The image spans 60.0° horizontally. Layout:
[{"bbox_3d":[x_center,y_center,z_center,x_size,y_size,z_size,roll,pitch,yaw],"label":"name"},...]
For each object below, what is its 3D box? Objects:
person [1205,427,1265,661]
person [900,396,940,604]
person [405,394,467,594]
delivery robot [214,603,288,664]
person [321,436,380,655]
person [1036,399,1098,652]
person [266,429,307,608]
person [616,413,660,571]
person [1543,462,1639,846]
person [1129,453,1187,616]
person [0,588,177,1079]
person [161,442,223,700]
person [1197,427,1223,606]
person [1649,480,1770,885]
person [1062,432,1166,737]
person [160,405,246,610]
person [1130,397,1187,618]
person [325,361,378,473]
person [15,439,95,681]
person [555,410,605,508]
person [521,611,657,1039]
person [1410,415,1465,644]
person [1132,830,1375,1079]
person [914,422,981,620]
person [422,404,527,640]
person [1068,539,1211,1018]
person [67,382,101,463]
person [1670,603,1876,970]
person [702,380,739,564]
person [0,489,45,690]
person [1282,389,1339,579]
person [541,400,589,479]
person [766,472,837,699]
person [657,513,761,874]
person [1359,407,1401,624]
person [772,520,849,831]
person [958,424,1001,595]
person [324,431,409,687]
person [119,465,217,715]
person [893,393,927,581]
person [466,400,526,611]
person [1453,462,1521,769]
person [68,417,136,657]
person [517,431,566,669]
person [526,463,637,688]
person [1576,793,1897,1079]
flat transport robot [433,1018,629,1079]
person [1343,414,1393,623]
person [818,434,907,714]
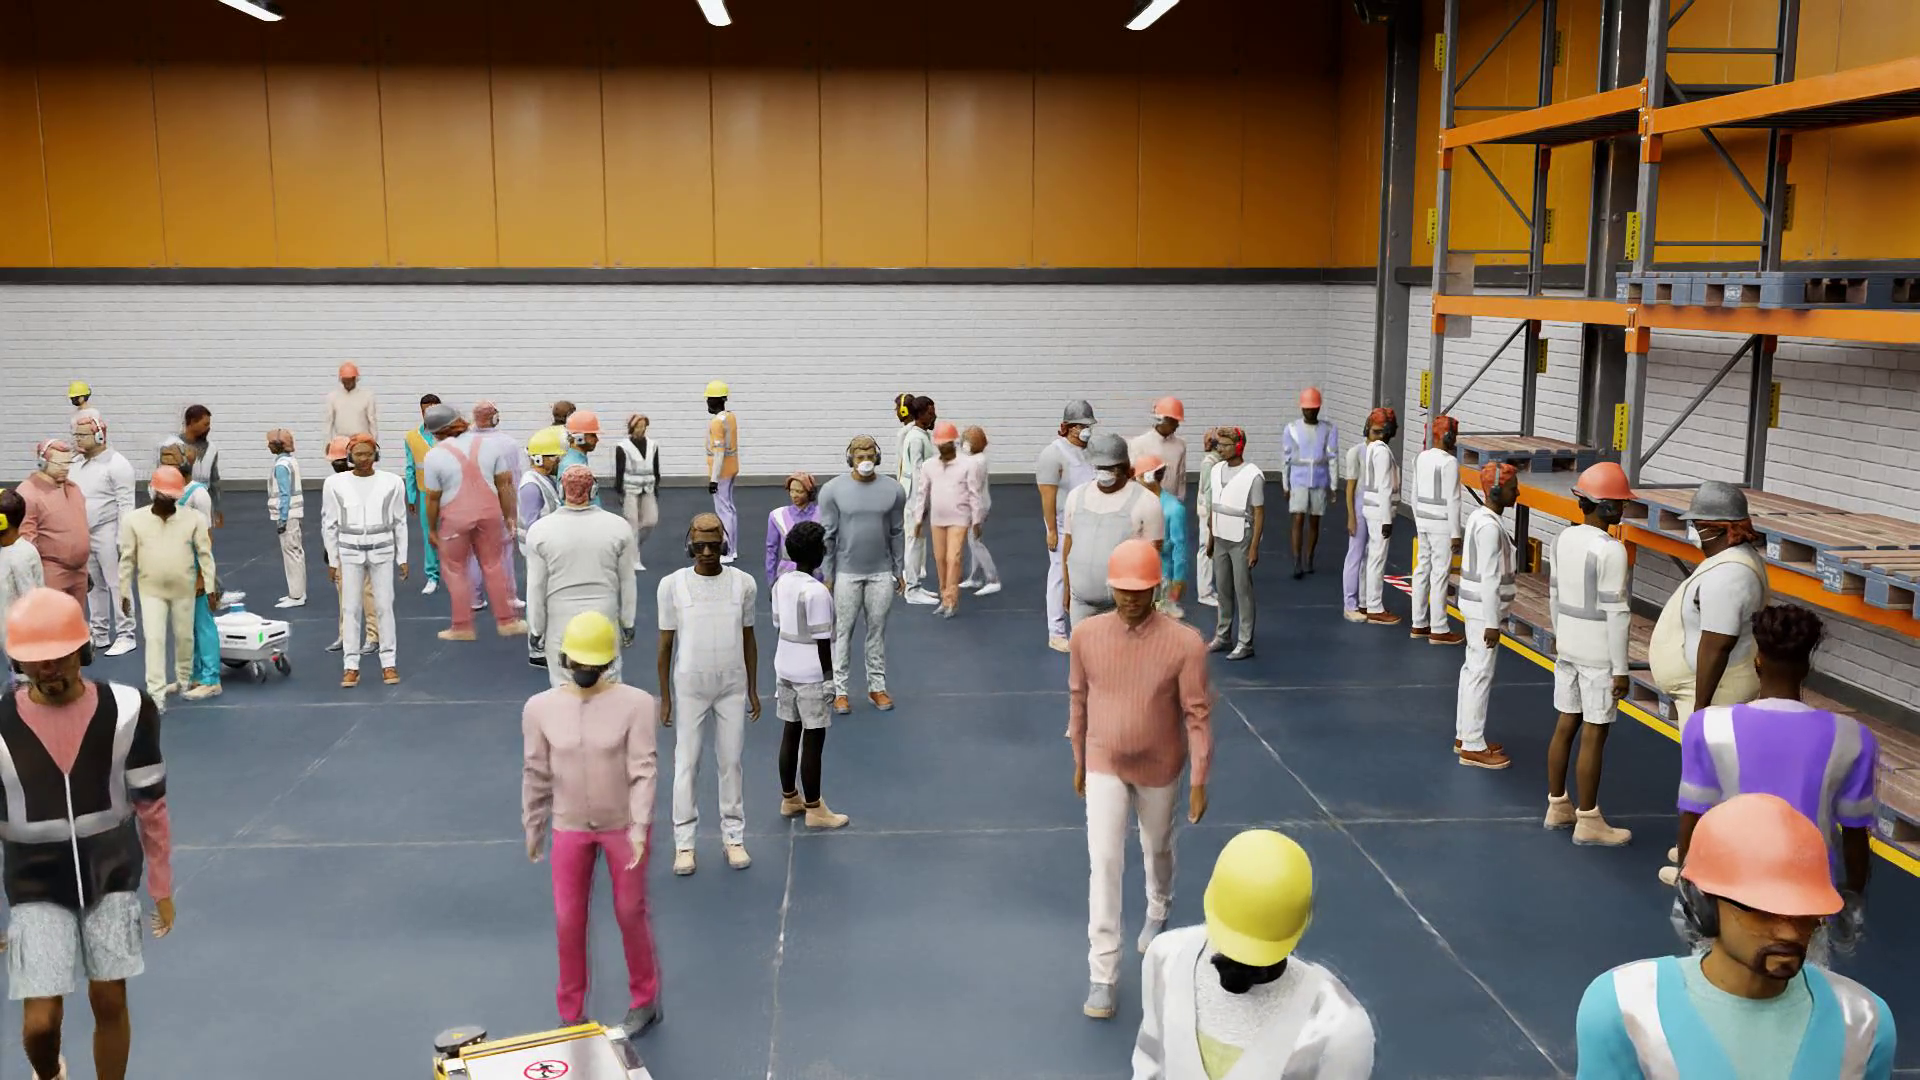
[{"bbox_3d":[2.175,0.021,13.134,0.373,1.843,0.571,-6,11,-31],"label":"person"},{"bbox_3d":[-0.387,-0.374,15.389,0.398,1.920,0.588,0,9,-1],"label":"person"},{"bbox_3d":[-4.964,-0.437,15.828,0.592,1.913,0.394,0,9,-2],"label":"person"},{"bbox_3d":[-5.418,0.718,12.493,0.707,0.478,0.477,3,9,17],"label":"delivery robot"},{"bbox_3d":[-4.872,0.041,13.300,0.572,1.749,0.325,3,10,20],"label":"person"},{"bbox_3d":[0.979,-0.126,13.450,0.682,2.000,0.537,-8,12,-41],"label":"person"},{"bbox_3d":[-6.143,-0.200,15.177,0.307,1.637,0.525,-2,9,-14],"label":"person"},{"bbox_3d":[-3.339,-0.501,17.103,0.534,1.626,0.434,-9,12,-43],"label":"person"},{"bbox_3d":[3.377,0.602,8.873,0.371,2.044,0.608,-2,9,-13],"label":"person"},{"bbox_3d":[1.437,0.221,12.264,0.498,1.719,0.629,-7,12,-39],"label":"person"},{"bbox_3d":[-2.929,1.149,5.509,0.603,2.028,0.413,-6,11,-33],"label":"person"},{"bbox_3d":[-5.530,0.220,11.898,0.508,1.845,0.345,6,11,35],"label":"person"},{"bbox_3d":[2.330,-0.222,15.301,0.310,1.642,0.514,3,9,17],"label":"person"},{"bbox_3d":[3.708,0.698,8.275,0.535,2.000,0.683,6,11,34],"label":"person"},{"bbox_3d":[0.950,0.304,10.750,0.686,2.000,0.535,5,10,28],"label":"person"},{"bbox_3d":[-6.957,-0.292,15.085,1.030,1.857,0.631,3,10,18],"label":"person"},{"bbox_3d":[1.756,-0.274,14.623,0.648,1.954,0.710,-4,10,-22],"label":"person"},{"bbox_3d":[-7.522,-1.236,20.605,0.620,1.977,0.607,-1,9,-7],"label":"person"},{"bbox_3d":[-6.255,0.244,11.572,0.401,1.899,0.646,1,9,7],"label":"person"},{"bbox_3d":[-2.934,-0.014,12.913,0.405,1.987,0.614,-1,9,-9],"label":"person"},{"bbox_3d":[-1.446,1.131,6.490,0.538,1.753,0.373,-1,9,-5],"label":"person"},{"bbox_3d":[3.938,-0.089,13.699,0.355,1.887,0.573,-3,10,-18],"label":"person"},{"bbox_3d":[0.572,1.518,3.635,0.634,1.884,0.488,7,11,37],"label":"person"},{"bbox_3d":[-0.131,-0.177,14.718,0.599,1.732,0.468,4,10,22],"label":"person"},{"bbox_3d":[-4.068,-0.194,13.878,0.858,2.000,0.535,-8,12,-40],"label":"person"},{"bbox_3d":[0.768,0.936,7.106,0.623,1.948,1.024,2,9,14],"label":"person"},{"bbox_3d":[-10.498,-1.022,19.967,0.524,1.761,0.339,5,10,29],"label":"person"},{"bbox_3d":[2.712,1.190,5.562,0.612,1.931,0.839,3,10,18],"label":"person"},{"bbox_3d":[-2.518,-0.710,17.471,0.367,1.927,0.590,1,9,5],"label":"person"},{"bbox_3d":[-5.213,0.636,9.214,0.313,1.866,0.538,-6,11,-33],"label":"person"},{"bbox_3d":[3.495,-0.548,16.571,0.549,1.895,0.949,1,9,6],"label":"person"},{"bbox_3d":[-3.846,-0.450,16.190,0.652,1.819,0.467,6,11,34],"label":"person"},{"bbox_3d":[-1.123,0.324,11.888,0.523,1.636,0.310,-1,9,-5],"label":"person"},{"bbox_3d":[-1.268,0.770,8.434,0.516,1.843,0.325,-3,10,-18],"label":"person"},{"bbox_3d":[3.660,-0.214,14.489,0.351,1.884,0.581,0,9,0],"label":"person"},{"bbox_3d":[-0.836,0.735,9.118,0.319,1.697,0.532,-6,11,-34],"label":"person"},{"bbox_3d":[0.177,-0.302,15.860,0.382,1.631,0.541,-1,9,-6],"label":"person"},{"bbox_3d":[-4.368,0.140,12.269,0.575,1.884,0.362,-3,9,-17],"label":"person"},{"bbox_3d":[-5.546,0.326,11.651,0.591,1.749,0.560,-4,10,-25],"label":"person"},{"bbox_3d":[-0.510,-0.516,16.459,0.319,1.865,0.534,4,10,24],"label":"person"},{"bbox_3d":[-4.231,-0.307,14.993,0.655,1.909,0.407,1,9,6],"label":"person"},{"bbox_3d":[3.260,0.454,10.294,0.337,1.882,0.585,2,9,11],"label":"person"},{"bbox_3d":[-6.867,-0.028,13.253,0.639,1.910,0.407,4,10,24],"label":"person"},{"bbox_3d":[-3.202,0.073,12.855,0.403,1.830,0.599,0,9,-3],"label":"person"},{"bbox_3d":[-2.272,0.490,10.000,0.652,1.906,0.409,-3,10,-20],"label":"person"},{"bbox_3d":[1.504,1.490,3.280,0.607,2.048,0.365,0,9,1],"label":"person"},{"bbox_3d":[-1.367,1.993,5.681,0.652,0.197,1.431,-4,10,-25],"label":"flat transport robot"},{"bbox_3d":[3.581,-0.201,14.555,0.507,1.839,0.343,-6,11,-33],"label":"person"},{"bbox_3d":[-0.665,0.230,11.534,0.629,1.940,0.376,-3,10,-19],"label":"person"}]
